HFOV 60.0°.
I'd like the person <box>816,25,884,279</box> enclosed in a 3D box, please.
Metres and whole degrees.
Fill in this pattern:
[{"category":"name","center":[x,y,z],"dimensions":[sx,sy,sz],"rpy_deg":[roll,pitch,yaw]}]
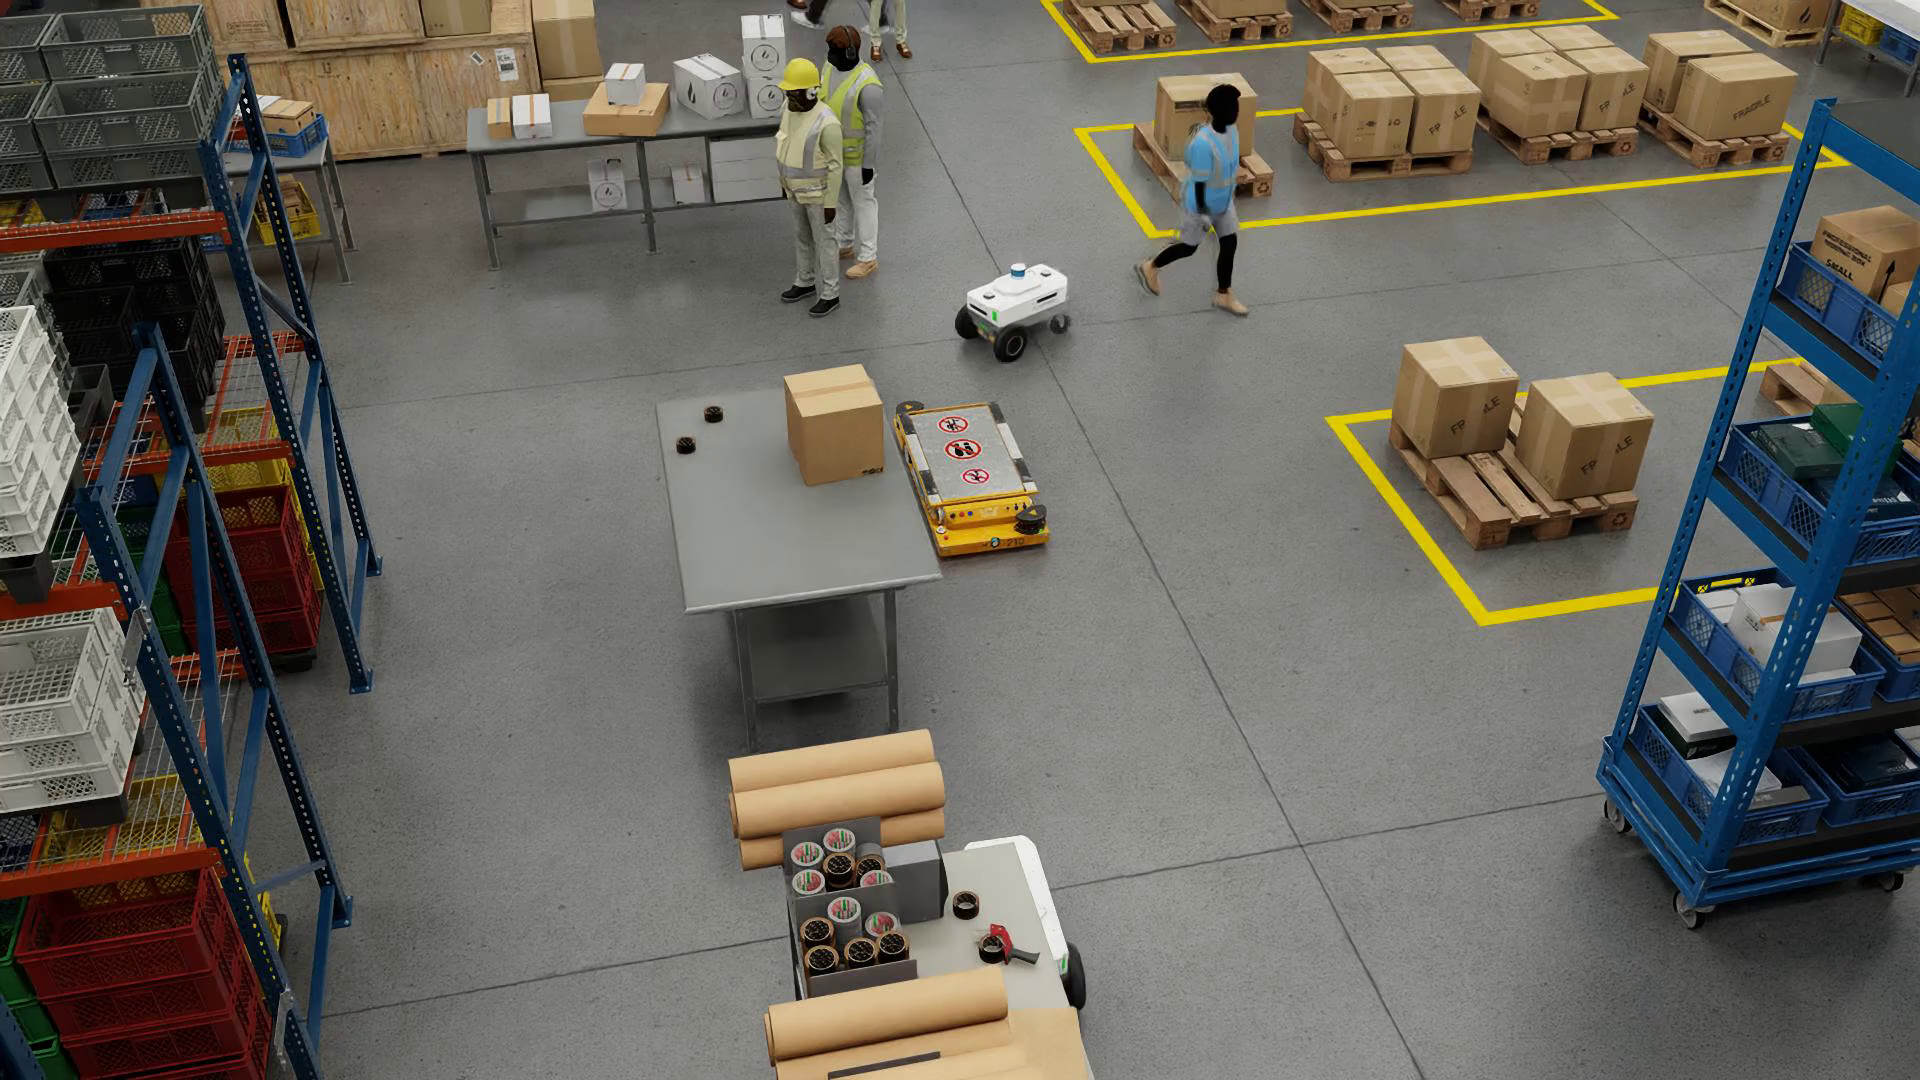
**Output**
[{"category":"person","center":[-0.808,-2.796,11.982],"dimensions":[0.429,1.844,0.624],"rpy_deg":[-25,44,-30]}]

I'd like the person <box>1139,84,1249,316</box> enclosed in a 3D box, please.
[{"category":"person","center":[1.683,-2.389,11.573],"dimensions":[0.778,1.667,0.529],"rpy_deg":[27,45,32]}]

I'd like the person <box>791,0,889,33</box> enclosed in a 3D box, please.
[{"category":"person","center":[-1.149,-5.840,16.063],"dimensions":[1.036,1.859,0.602],"rpy_deg":[15,39,20]}]

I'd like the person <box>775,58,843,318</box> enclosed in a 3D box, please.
[{"category":"person","center":[-1.052,-2.436,11.506],"dimensions":[0.403,1.833,0.591],"rpy_deg":[-29,45,-33]}]

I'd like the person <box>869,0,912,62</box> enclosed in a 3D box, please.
[{"category":"person","center":[-0.657,-5.388,15.455],"dimensions":[0.513,1.862,0.351],"rpy_deg":[-12,38,-16]}]

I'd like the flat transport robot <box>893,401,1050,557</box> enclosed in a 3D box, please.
[{"category":"flat transport robot","center":[0.046,-0.430,10.108],"dimensions":[0.652,0.197,1.431],"rpy_deg":[-8,37,-10]}]

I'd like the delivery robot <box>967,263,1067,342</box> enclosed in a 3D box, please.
[{"category":"delivery robot","center":[0.397,-1.668,11.461],"dimensions":[0.707,0.478,0.477],"rpy_deg":[-26,44,-30]}]

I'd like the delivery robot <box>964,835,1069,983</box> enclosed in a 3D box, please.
[{"category":"delivery robot","center":[0.223,1.590,7.082],"dimensions":[0.477,0.478,0.707],"rpy_deg":[-7,37,-9]}]
